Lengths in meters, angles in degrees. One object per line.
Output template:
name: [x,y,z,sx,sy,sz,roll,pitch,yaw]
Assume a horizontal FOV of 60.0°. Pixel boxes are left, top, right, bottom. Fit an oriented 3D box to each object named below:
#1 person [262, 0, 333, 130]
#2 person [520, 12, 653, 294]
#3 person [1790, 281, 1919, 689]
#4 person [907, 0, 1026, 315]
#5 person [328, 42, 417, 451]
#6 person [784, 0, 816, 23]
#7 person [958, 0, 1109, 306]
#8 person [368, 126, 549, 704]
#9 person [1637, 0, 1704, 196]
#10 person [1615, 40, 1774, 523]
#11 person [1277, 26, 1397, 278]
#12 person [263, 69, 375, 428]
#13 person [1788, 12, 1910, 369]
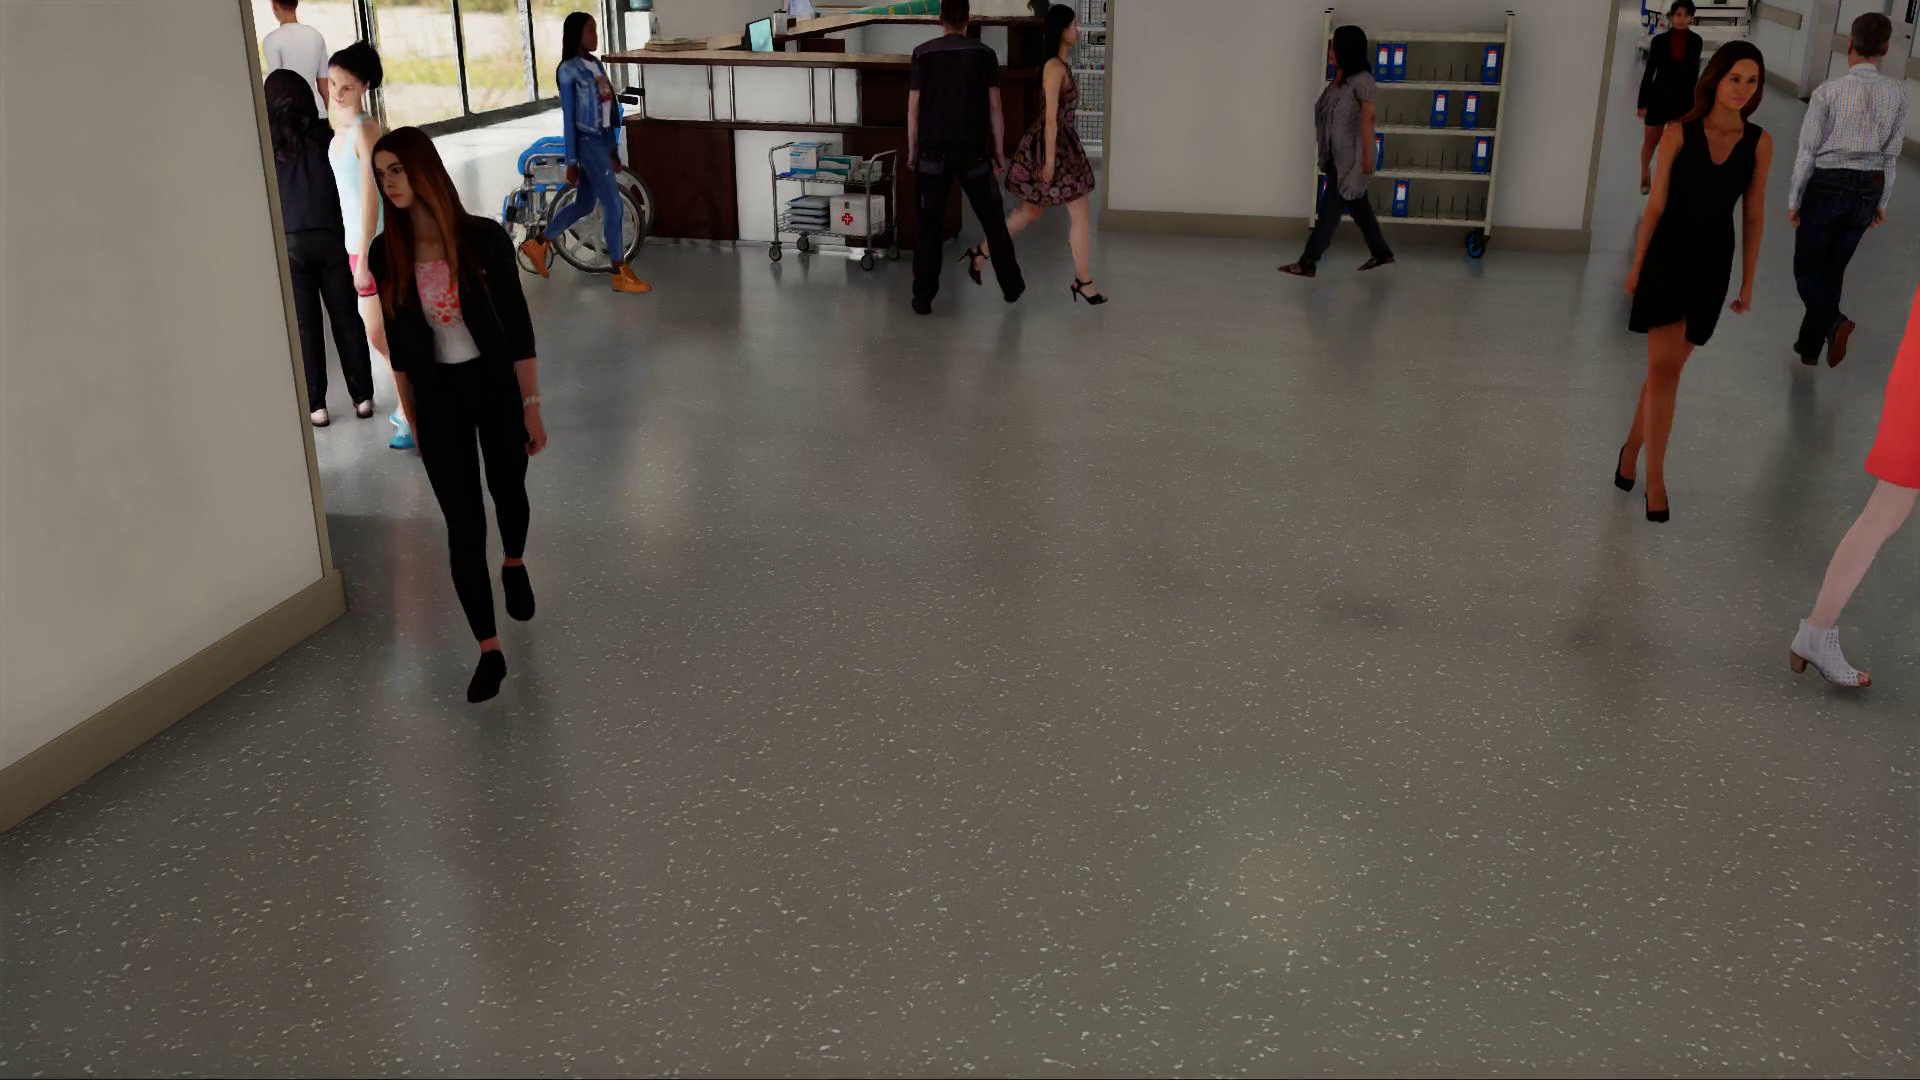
person: [-4.534,-2.907,11.486,0.639,1.854,0.716,10,23,25]
person: [-2.380,-2.373,10.322,1.133,1.681,0.617,4,21,11]
person: [2.772,-0.390,4.917,0.937,1.800,0.705,9,22,22]
person: [-0.014,-2.274,9.860,0.823,1.823,1.044,-1,21,-3]
person: [-2.567,-1.289,7.342,0.821,1.765,0.787,-5,21,-14]
person: [-2.559,-8.411,26.075,0.774,1.815,0.749,2,21,4]
person: [0.465,-2.242,9.891,1.212,1.741,0.856,0,21,-1]
person: [-1.511,-0.422,5.197,1.204,1.663,1.061,-4,21,-11]
person: [5.594,-3.416,13.185,0.976,1.604,0.685,7,22,18]
person: [2.837,-1.011,6.552,0.921,1.804,0.752,3,21,7]
person: [2.587,-2.474,10.749,1.147,1.568,0.880,-3,21,-7]
person: [-3.000,-1.345,7.699,0.774,1.616,0.808,-17,26,-37]
person: [4.472,-1.707,8.411,1.028,1.789,0.808,3,21,7]
